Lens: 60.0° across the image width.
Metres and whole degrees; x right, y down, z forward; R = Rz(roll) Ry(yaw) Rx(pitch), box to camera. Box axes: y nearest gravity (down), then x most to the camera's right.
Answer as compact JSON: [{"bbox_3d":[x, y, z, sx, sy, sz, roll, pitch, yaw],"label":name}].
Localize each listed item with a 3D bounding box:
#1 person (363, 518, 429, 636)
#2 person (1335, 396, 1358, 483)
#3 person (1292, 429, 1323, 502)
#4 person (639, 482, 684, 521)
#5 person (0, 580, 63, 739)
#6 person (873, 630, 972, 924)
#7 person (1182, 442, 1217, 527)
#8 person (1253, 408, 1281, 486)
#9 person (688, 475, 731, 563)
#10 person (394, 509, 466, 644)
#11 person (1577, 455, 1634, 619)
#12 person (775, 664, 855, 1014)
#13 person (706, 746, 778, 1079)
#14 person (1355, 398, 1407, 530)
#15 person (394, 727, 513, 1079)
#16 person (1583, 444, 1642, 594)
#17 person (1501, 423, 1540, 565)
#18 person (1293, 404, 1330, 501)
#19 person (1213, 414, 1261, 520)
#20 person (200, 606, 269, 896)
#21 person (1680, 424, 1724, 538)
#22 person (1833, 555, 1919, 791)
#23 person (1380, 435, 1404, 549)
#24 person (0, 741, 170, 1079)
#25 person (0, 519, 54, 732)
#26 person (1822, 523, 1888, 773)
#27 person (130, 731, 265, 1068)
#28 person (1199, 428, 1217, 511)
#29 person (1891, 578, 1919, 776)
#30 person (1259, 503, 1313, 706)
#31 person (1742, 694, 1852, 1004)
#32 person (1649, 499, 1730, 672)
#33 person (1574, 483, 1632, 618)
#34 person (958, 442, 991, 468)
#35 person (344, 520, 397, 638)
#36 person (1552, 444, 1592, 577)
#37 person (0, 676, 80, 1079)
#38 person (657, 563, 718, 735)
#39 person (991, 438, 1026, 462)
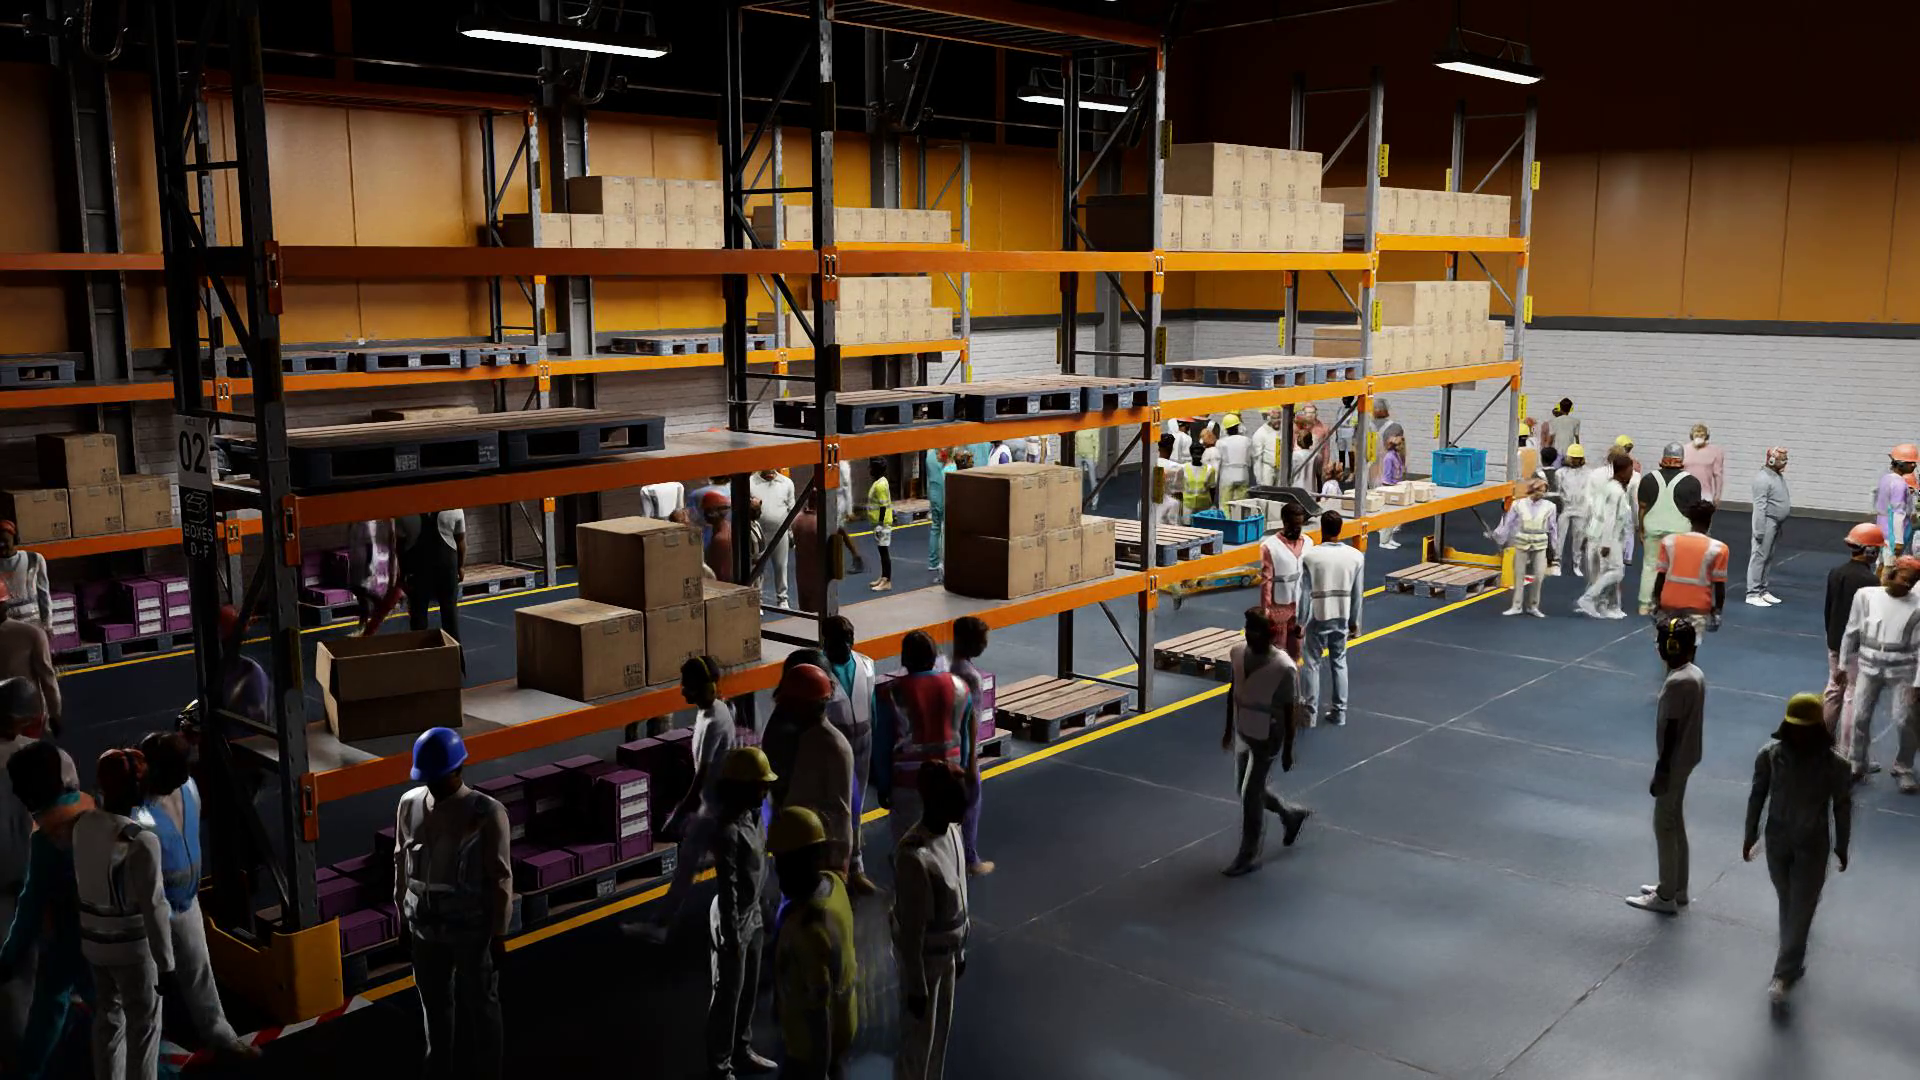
[{"bbox_3d":[-5.876,0.311,17.368,0.898,1.722,0.518,-2,10,-13],"label":"person"},{"bbox_3d":[7.129,-1.903,30.674,0.319,1.696,0.532,-7,12,-35],"label":"person"},{"bbox_3d":[4.599,-0.565,22.283,0.507,1.842,0.353,-2,10,-11],"label":"person"},{"bbox_3d":[-3.385,-0.022,18.886,0.583,1.881,0.343,-9,13,-42],"label":"person"},{"bbox_3d":[-6.478,1.215,11.254,0.612,1.964,0.724,0,10,3],"label":"person"},{"bbox_3d":[-0.237,1.463,10.194,0.626,1.836,0.431,-4,10,-22],"label":"person"},{"bbox_3d":[3.141,-0.469,22.156,0.543,1.688,0.327,1,10,4],"label":"person"},{"bbox_3d":[4.685,-1.035,24.918,0.652,1.894,0.400,-6,11,-31],"label":"person"},{"bbox_3d":[-2.659,0.094,17.992,0.650,1.971,1.066,1,10,6],"label":"person"},{"bbox_3d":[-5.363,0.233,16.891,0.681,2.000,0.535,-3,10,-17],"label":"person"},{"bbox_3d":[7.356,-0.024,18.850,0.432,1.899,0.607,3,10,15],"label":"person"},{"bbox_3d":[-0.771,1.618,8.788,0.406,1.987,0.617,-6,11,-33],"label":"person"},{"bbox_3d":[-1.049,1.854,8.142,0.333,1.737,0.489,2,10,12],"label":"person"},{"bbox_3d":[6.428,-1.183,25.350,0.757,2.000,0.676,4,10,23],"label":"person"},{"bbox_3d":[-2.385,1.805,7.804,0.604,1.941,0.400,3,10,17],"label":"person"},{"bbox_3d":[7.855,-0.206,20.022,0.942,1.888,0.622,-9,13,-42],"label":"person"},{"bbox_3d":[7.475,-0.602,22.254,0.594,1.918,0.393,-6,11,-31],"label":"person"},{"bbox_3d":[5.334,-1.141,25.502,0.654,1.905,0.408,2,10,14],"label":"person"},{"bbox_3d":[3.949,-0.840,23.737,0.719,1.903,0.422,-1,10,-6],"label":"person"},{"bbox_3d":[-4.620,1.355,10.542,0.582,1.924,0.406,5,11,26],"label":"person"},{"bbox_3d":[9.798,-0.588,22.157,0.627,1.920,0.495,5,11,29],"label":"person"},{"bbox_3d":[7.111,1.014,12.805,0.655,1.860,0.394,9,13,42],"label":"person"},{"bbox_3d":[6.116,-0.683,23.591,0.315,1.631,0.524,4,10,24],"label":"person"},{"bbox_3d":[-4.235,1.847,7.805,0.964,1.858,0.590,-3,10,-19],"label":"person"},{"bbox_3d":[-8.142,0.747,14.323,0.585,1.877,0.361,-5,11,-25],"label":"person"},{"bbox_3d":[7.179,0.851,13.337,0.383,1.995,0.608,-1,10,-5],"label":"person"},{"bbox_3d":[-3.984,1.818,8.247,0.820,1.791,0.649,2,10,12],"label":"person"},{"bbox_3d":[3.624,-0.827,24.437,0.268,1.630,0.507,-3,10,-19],"label":"person"},{"bbox_3d":[7.621,0.942,12.998,0.378,1.932,0.627,-9,13,-43],"label":"person"},{"bbox_3d":[2.958,0.598,15.128,0.599,1.908,0.398,-6,11,-32],"label":"person"},{"bbox_3d":[4.601,1.686,9.206,0.506,1.693,0.899,9,13,43],"label":"person"},{"bbox_3d":[6.677,0.581,15.189,0.624,1.918,0.819,8,13,41],"label":"person"},{"bbox_3d":[7.362,0.087,19.066,0.604,1.611,0.327,9,13,43],"label":"person"},{"bbox_3d":[0.234,-0.900,23.839,0.614,1.986,0.413,-4,10,-21],"label":"person"},{"bbox_3d":[-6.433,0.220,18.054,0.567,1.685,0.537,-8,13,-40],"label":"person"},{"bbox_3d":[7.901,-0.381,21.480,0.480,1.734,0.333,0,10,-1],"label":"person"},{"bbox_3d":[-4.821,1.653,8.418,0.989,2.000,0.694,9,13,44],"label":"person"},{"bbox_3d":[-2.316,0.840,13.943,0.665,1.821,0.461,-1,10,-4],"label":"person"},{"bbox_3d":[0.699,-0.800,23.363,0.362,1.938,0.631,-9,13,-42],"label":"person"}]
